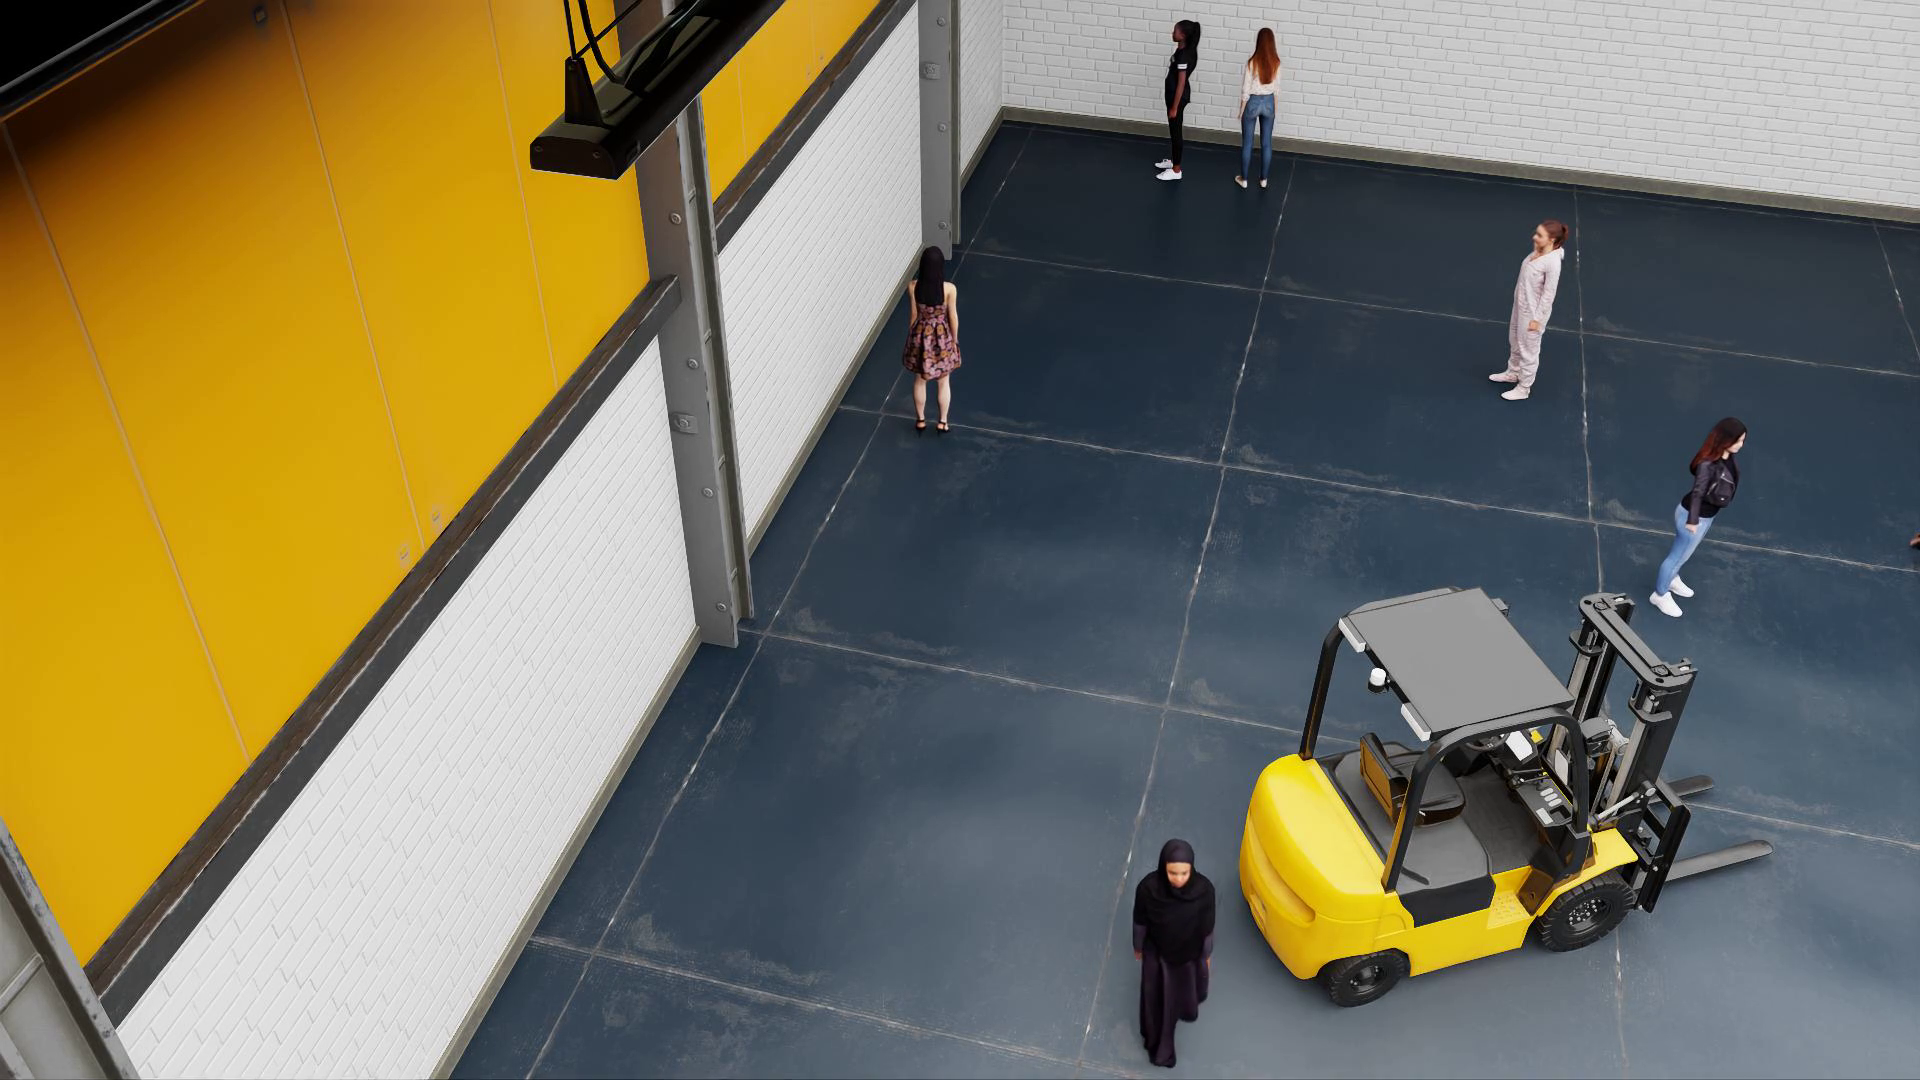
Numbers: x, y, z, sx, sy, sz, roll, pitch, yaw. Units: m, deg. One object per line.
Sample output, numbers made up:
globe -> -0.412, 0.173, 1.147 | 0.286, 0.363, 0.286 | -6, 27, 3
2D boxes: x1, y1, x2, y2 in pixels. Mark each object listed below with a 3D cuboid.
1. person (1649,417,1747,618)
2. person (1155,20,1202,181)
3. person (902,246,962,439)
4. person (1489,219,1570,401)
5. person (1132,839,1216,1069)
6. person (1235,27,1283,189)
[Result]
person -> 5.401, -0.204, 12.164 | 0.778, 1.638, 0.640 | 26, 46, 29
person -> 2.315, -4.699, 17.720 | 0.706, 1.729, 0.569 | 3, 39, 4
person -> -0.229, -1.642, 13.855 | 0.704, 1.774, 0.709 | 4, 39, 5
person -> 4.967, -2.016, 14.390 | 0.774, 1.692, 0.641 | -4, 39, -5
person -> 1.187, 2.187, 9.195 | 0.703, 1.606, 0.900 | 3, 39, 4
person -> 3.158, -4.554, 17.538 | 0.634, 1.728, 0.604 | -3, 39, -3
